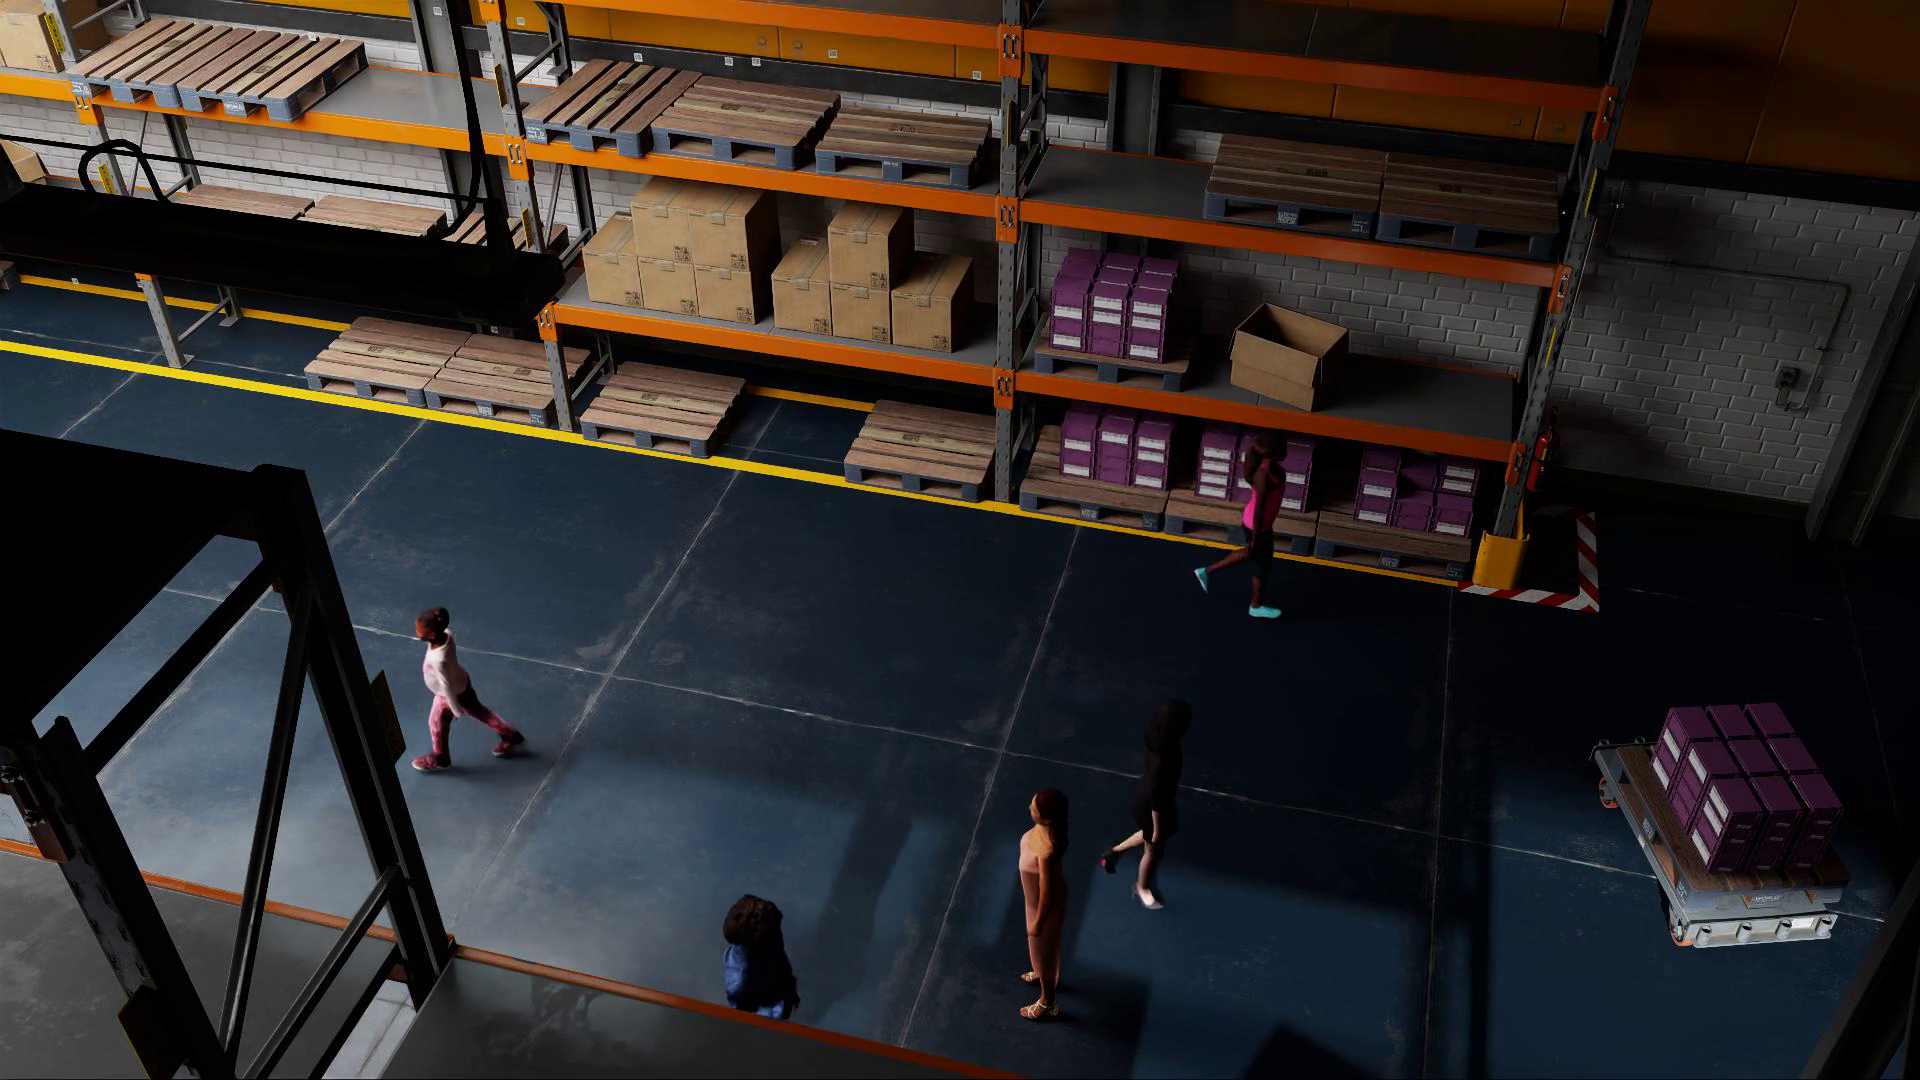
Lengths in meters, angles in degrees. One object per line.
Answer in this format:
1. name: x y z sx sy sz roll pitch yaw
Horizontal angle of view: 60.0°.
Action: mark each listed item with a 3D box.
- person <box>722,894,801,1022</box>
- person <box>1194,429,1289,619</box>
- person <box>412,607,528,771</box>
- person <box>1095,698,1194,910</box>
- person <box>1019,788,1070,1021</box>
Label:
1. person: -1.142 2.544 8.978 0.634 1.794 0.676 8 39 10
2. person: 2.149 -0.131 12.393 0.924 1.711 0.576 8 39 10
3. person: -3.358 0.983 11.231 1.065 1.421 0.769 -3 39 -3
4. person: 1.090 1.621 10.139 0.716 1.786 0.645 7 39 9
5. person: 0.497 2.073 9.536 0.553 1.833 0.619 4 39 4
